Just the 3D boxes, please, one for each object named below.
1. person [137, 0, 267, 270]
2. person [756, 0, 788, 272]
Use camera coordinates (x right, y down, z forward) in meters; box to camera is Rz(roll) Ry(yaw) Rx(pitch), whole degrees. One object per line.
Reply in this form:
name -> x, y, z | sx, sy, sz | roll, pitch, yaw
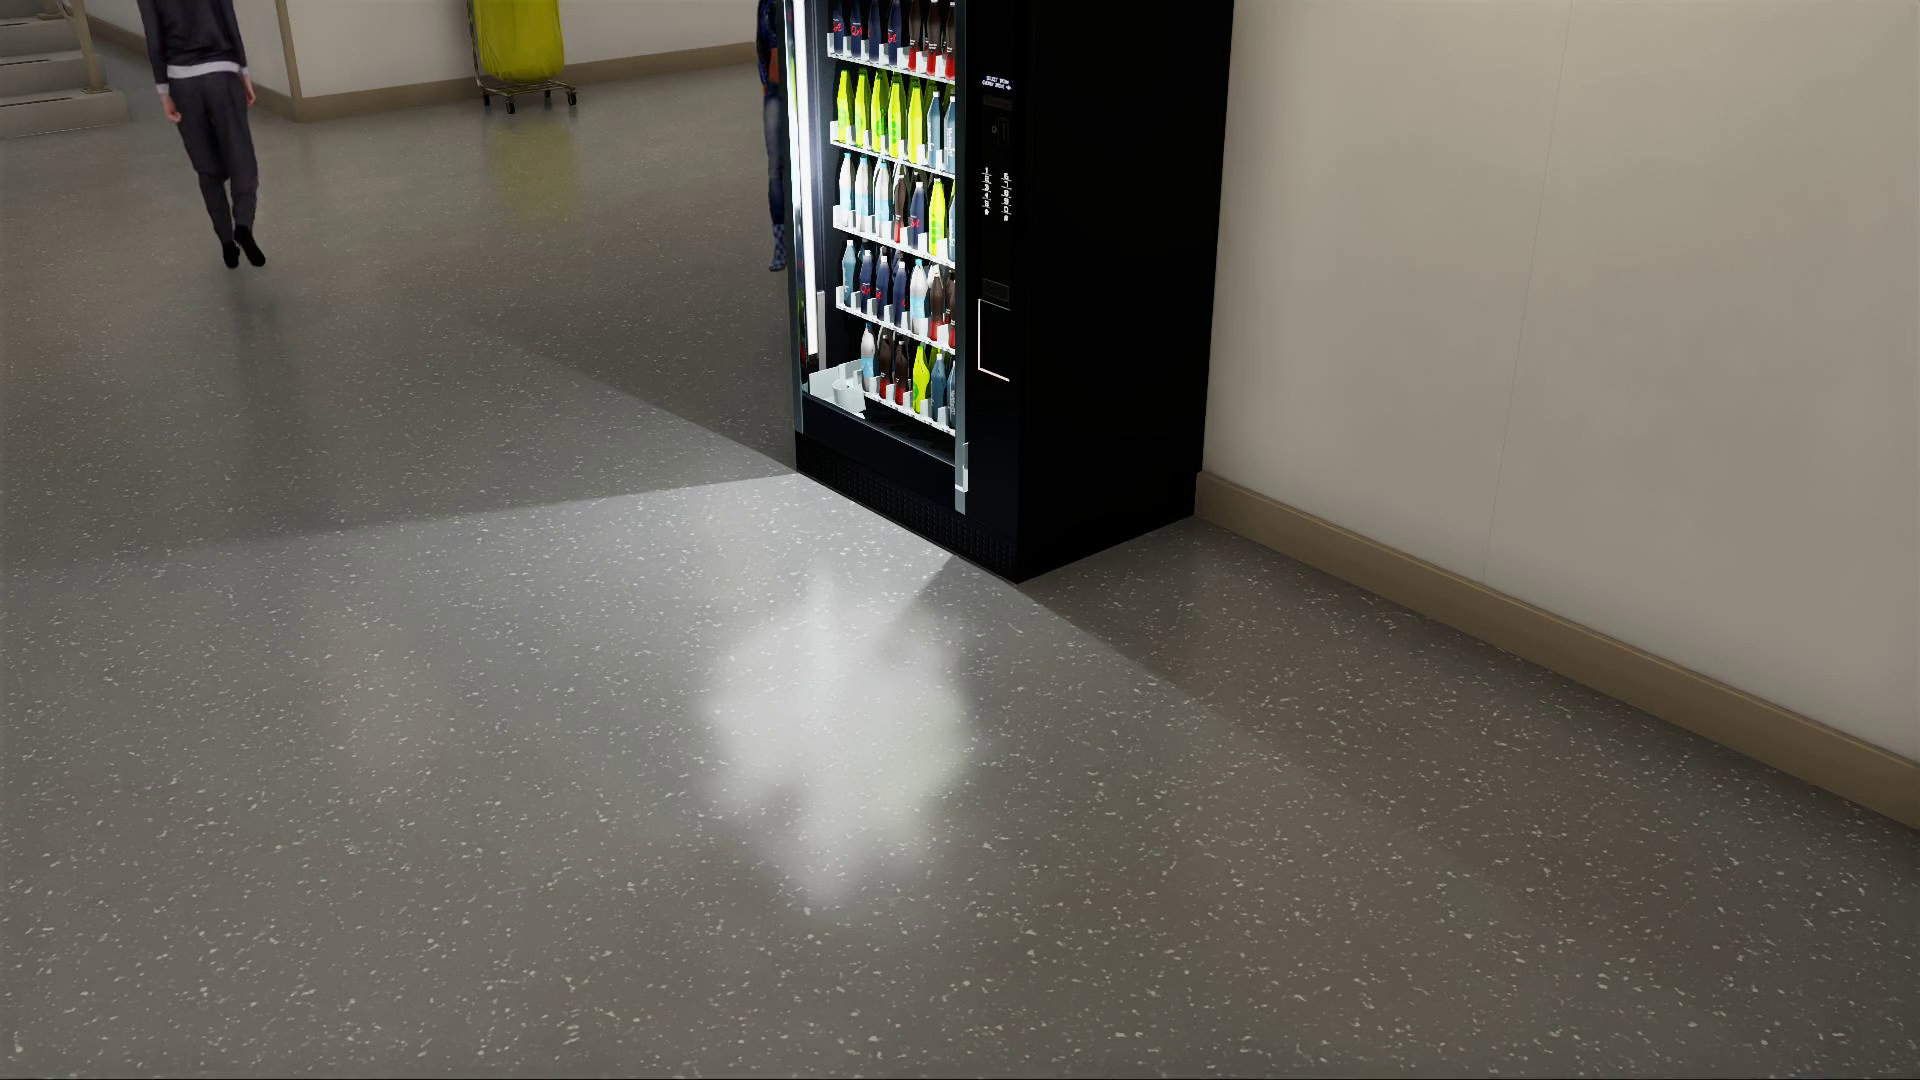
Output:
person -> -3.561, -2.094, 7.874 | 0.803, 1.762, 1.039 | -9, 27, -19
person -> -0.761, -2.167, 8.227 | 1.063, 1.586, 1.029 | 8, 27, 15
